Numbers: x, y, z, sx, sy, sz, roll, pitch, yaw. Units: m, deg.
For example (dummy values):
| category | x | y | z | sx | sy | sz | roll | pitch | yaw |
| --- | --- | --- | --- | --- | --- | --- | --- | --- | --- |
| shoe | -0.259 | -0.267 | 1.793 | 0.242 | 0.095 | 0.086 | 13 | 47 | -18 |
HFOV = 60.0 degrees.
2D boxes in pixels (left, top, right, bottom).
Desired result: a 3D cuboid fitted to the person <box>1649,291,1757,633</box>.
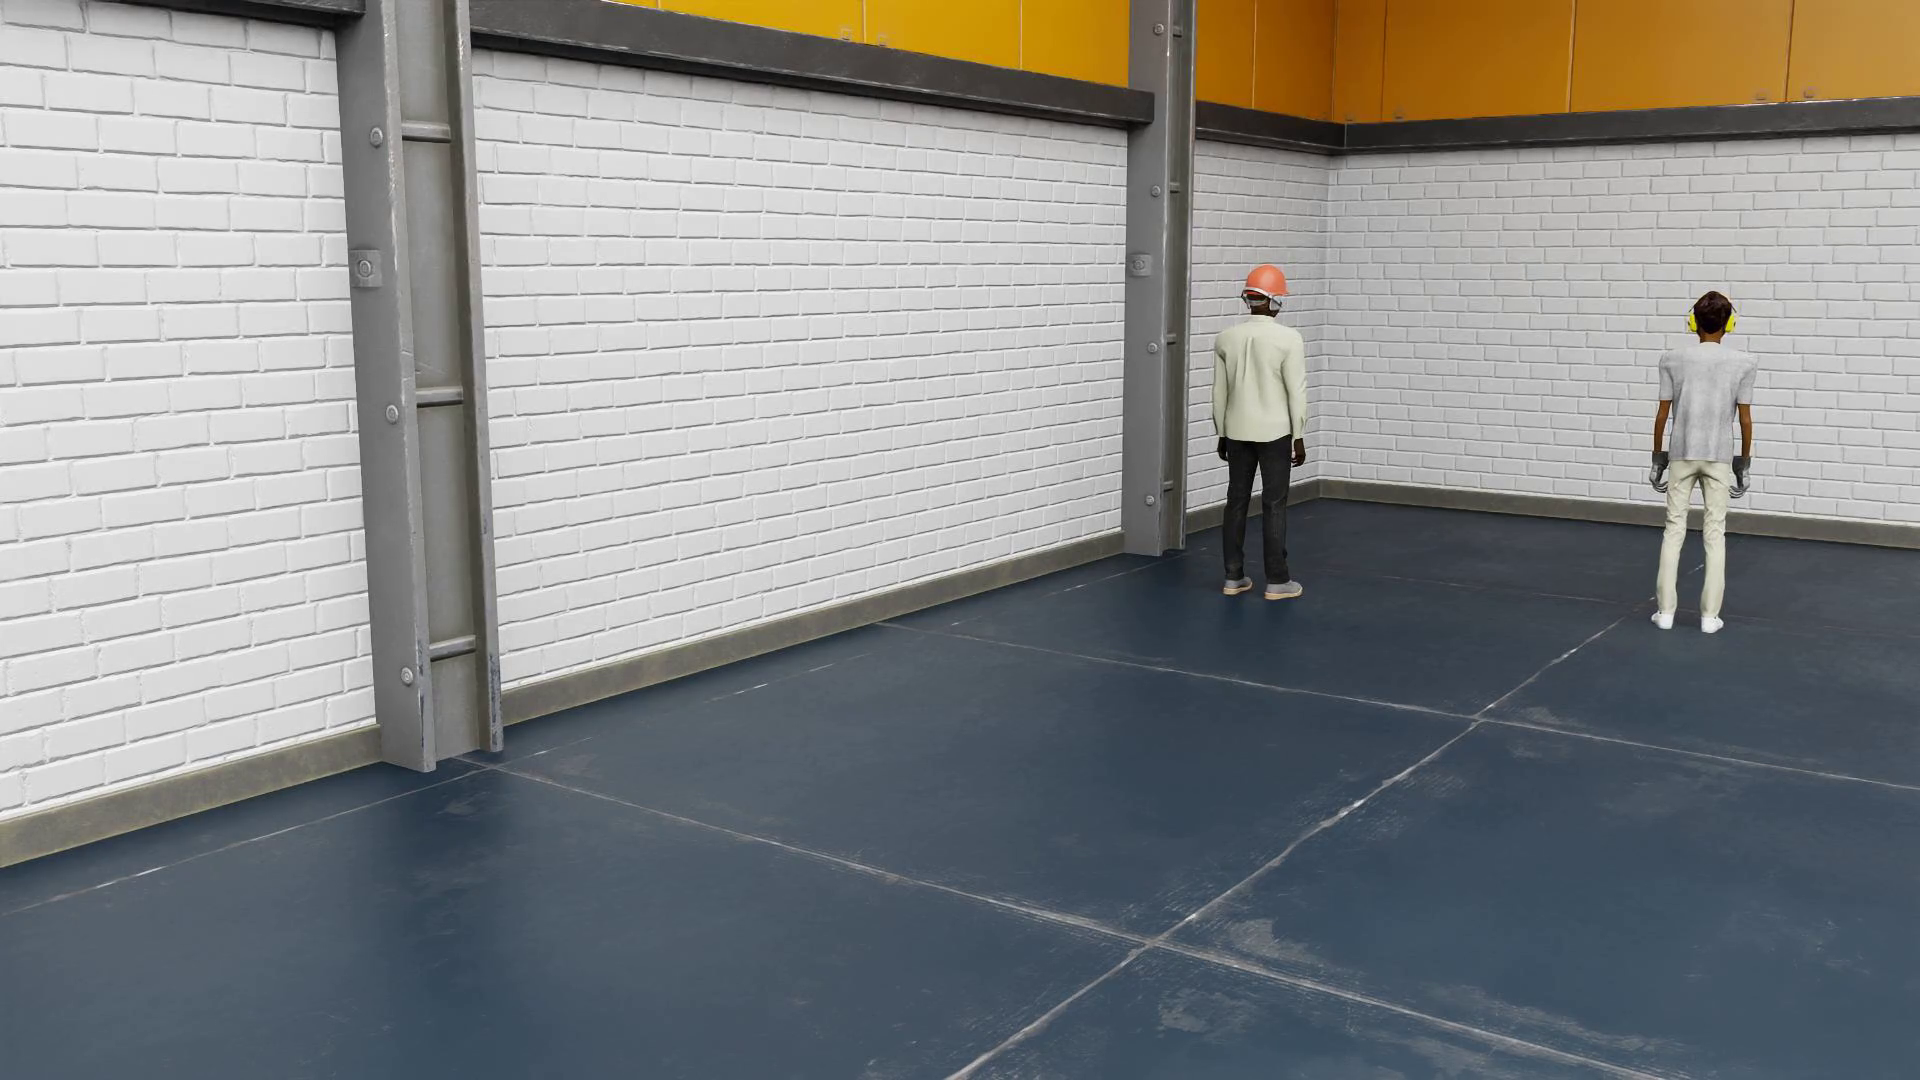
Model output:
| category | x | y | z | sx | sy | sz | roll | pitch | yaw |
| --- | --- | --- | --- | --- | --- | --- | --- | --- | --- |
| person | 4.056 | -0.420 | 9.106 | 0.510 | 1.858 | 0.323 | 4 | 10 | 24 |

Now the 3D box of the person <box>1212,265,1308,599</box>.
| category | x | y | z | sx | sy | sz | roll | pitch | yaw |
| --- | --- | --- | --- | --- | --- | --- | --- | --- | --- |
| person | 1.807 | -0.642 | 9.997 | 0.611 | 1.996 | 0.379 | 7 | 12 | 37 |
